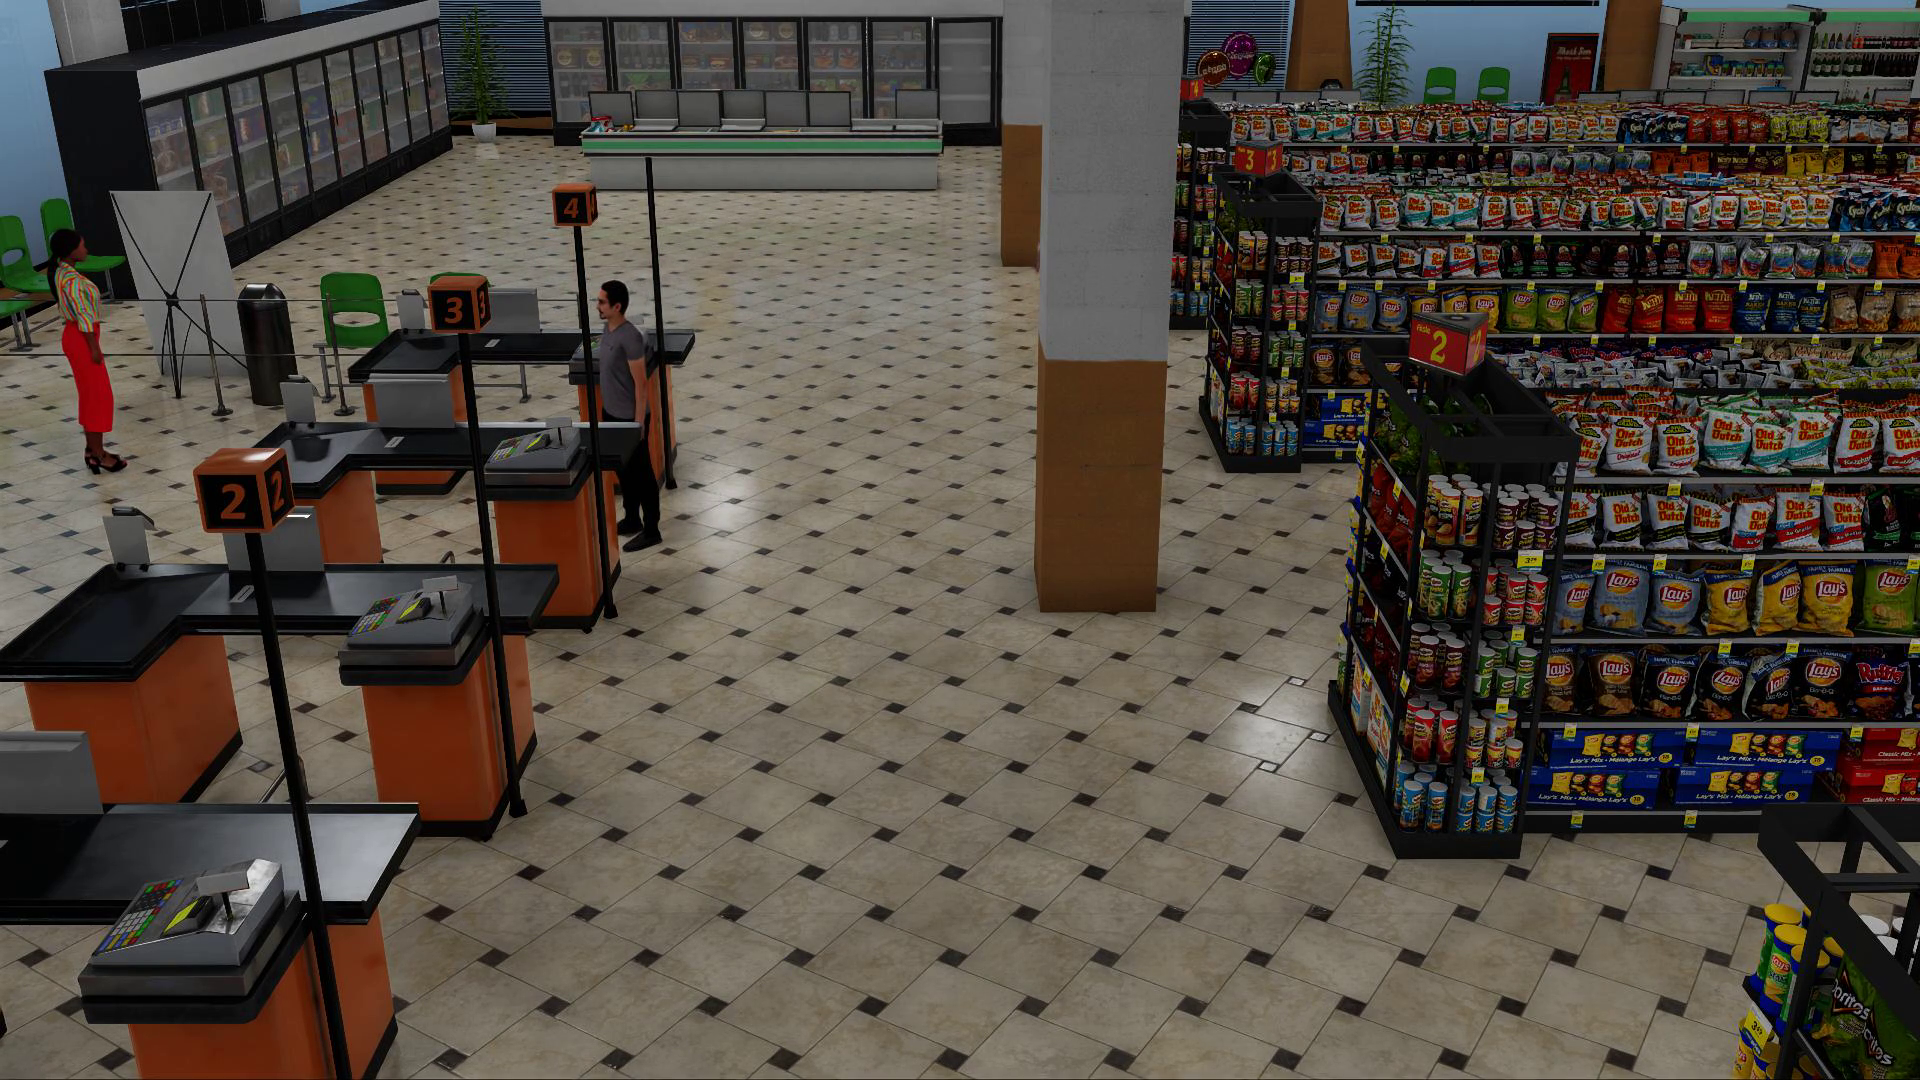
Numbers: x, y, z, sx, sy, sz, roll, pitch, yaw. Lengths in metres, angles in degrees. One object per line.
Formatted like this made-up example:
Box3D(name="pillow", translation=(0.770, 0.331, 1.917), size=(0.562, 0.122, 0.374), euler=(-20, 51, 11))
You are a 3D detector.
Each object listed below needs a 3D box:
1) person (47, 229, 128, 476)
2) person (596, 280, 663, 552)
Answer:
Box3D(name="person", translation=(-6.337, -1.357, 12.015), size=(0.720, 1.791, 0.669), euler=(-19, 29, -39))
Box3D(name="person", translation=(-2.147, -0.817, 10.722), size=(0.720, 1.754, 0.701), euler=(-15, 26, -32))
